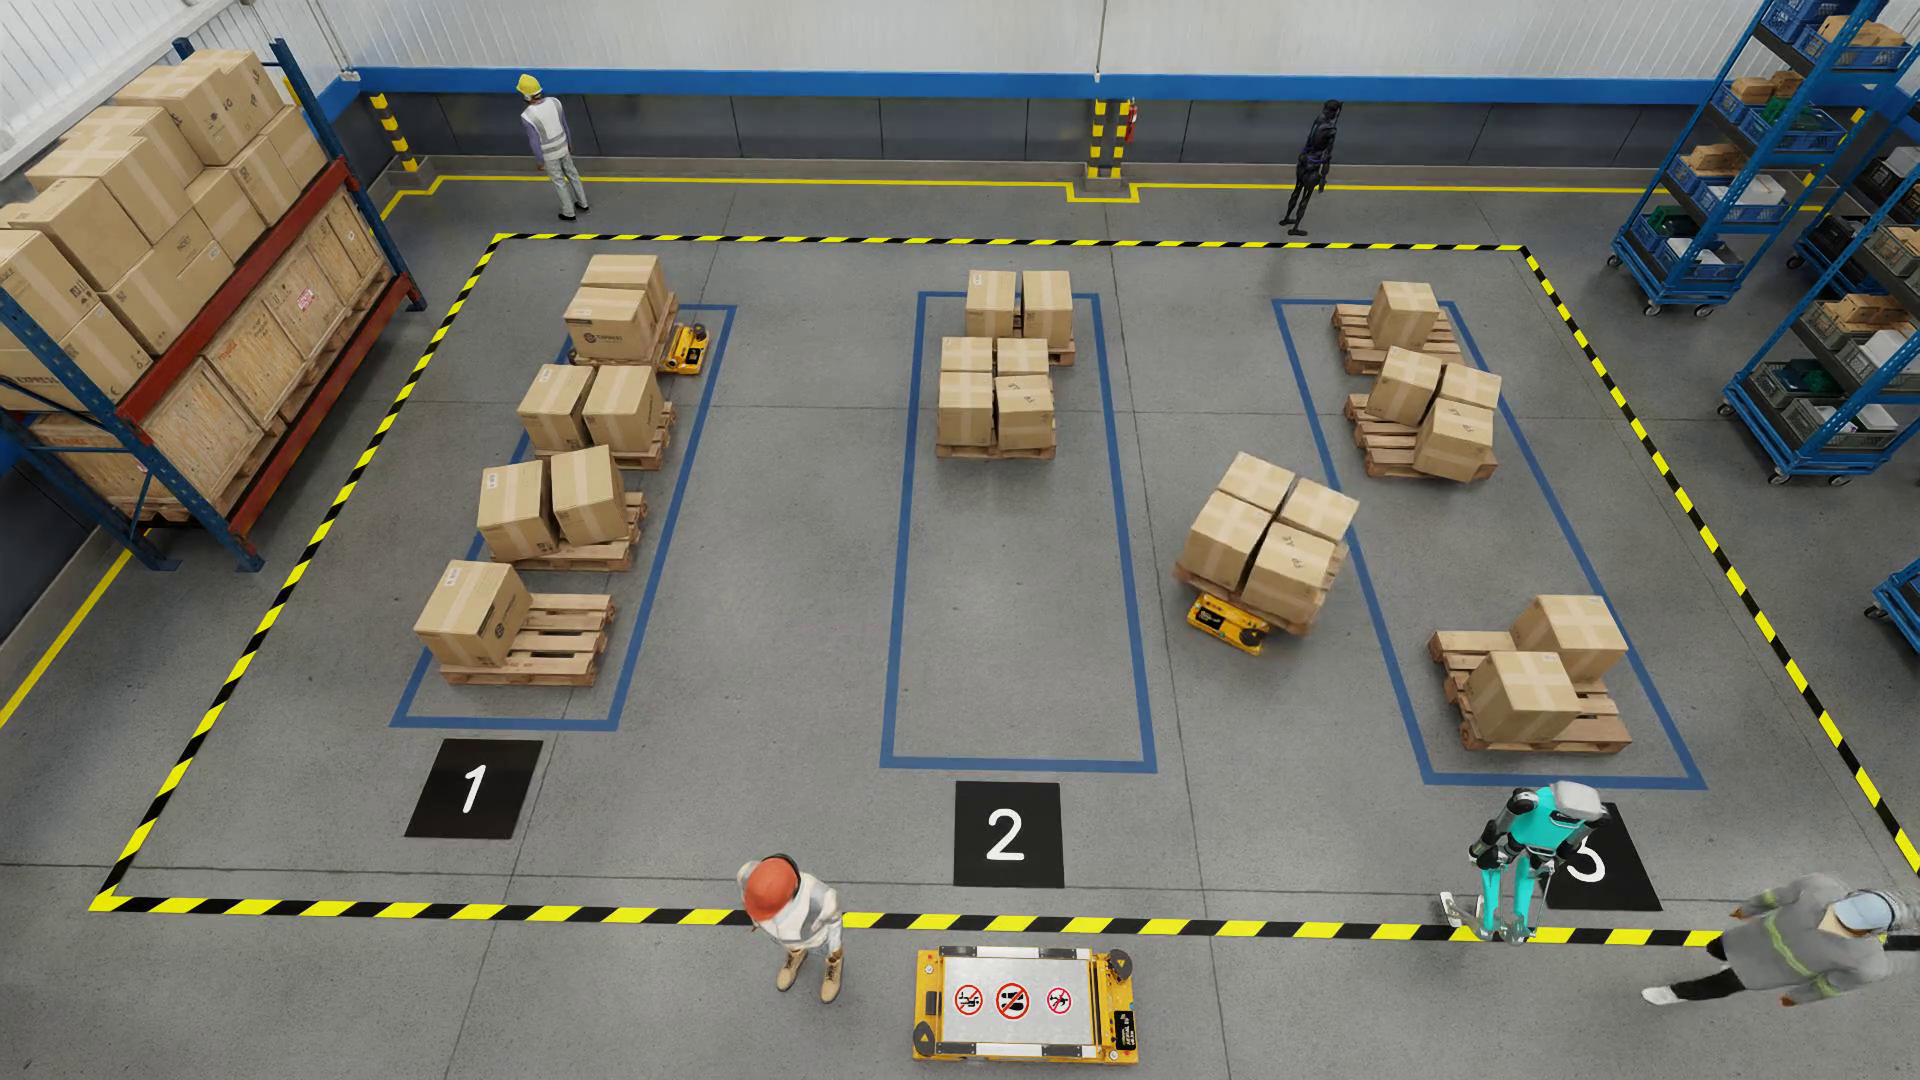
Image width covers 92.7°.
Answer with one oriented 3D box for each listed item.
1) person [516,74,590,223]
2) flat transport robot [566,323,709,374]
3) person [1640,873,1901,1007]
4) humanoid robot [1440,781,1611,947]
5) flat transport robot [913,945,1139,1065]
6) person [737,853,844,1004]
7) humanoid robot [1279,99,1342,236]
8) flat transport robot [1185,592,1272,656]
[{"bbox_3d":[-5.094,-4.877,11.449,0.404,1.836,0.597,23,54,18],"label":"person"},{"bbox_3d":[-3.585,-2.149,10.220,1.431,0.197,0.652,1,51,1],"label":"flat transport robot"},{"bbox_3d":[4.935,2.451,5.477,0.682,1.836,0.596,-2,51,-2],"label":"person"},{"bbox_3d":[3.496,2.139,5.711,0.533,1.672,0.735,9,51,7],"label":"humanoid robot"},{"bbox_3d":[0.422,3.041,6.007,1.431,0.231,0.659,1,51,1],"label":"flat transport robot"},{"bbox_3d":[-0.980,2.324,5.455,0.604,2.033,0.388,13,52,10],"label":"person"},{"bbox_3d":[4.353,-4.613,11.330,0.315,1.653,0.599,-7,51,-6],"label":"humanoid robot"},{"bbox_3d":[2.632,0.330,8.199,0.652,0.197,1.431,27,56,20],"label":"flat transport robot"}]
